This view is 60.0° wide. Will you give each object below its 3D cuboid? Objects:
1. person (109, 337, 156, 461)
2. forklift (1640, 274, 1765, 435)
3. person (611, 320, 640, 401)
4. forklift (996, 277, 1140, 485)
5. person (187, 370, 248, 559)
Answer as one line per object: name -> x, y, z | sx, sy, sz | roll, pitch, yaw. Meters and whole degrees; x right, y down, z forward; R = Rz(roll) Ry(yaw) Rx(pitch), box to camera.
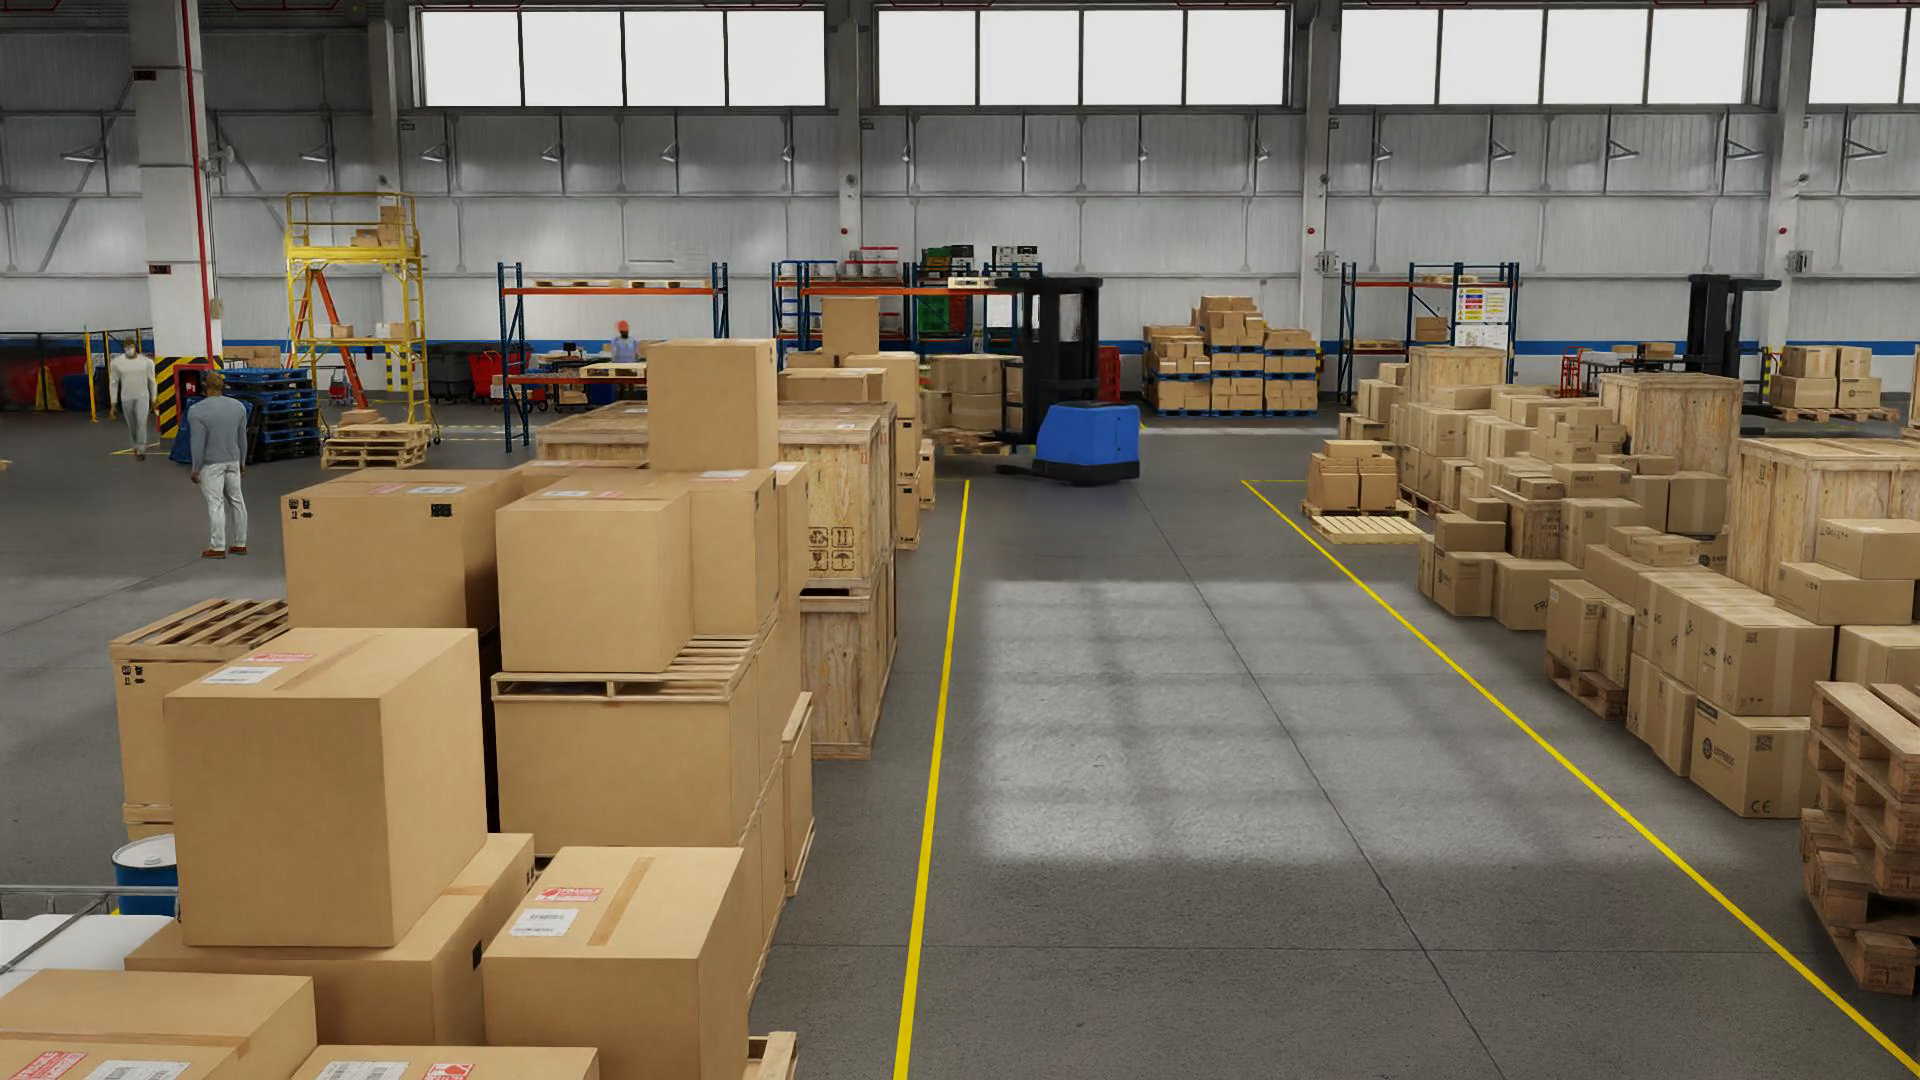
person -> -12.758, -2.190, 25.702 | 0.641, 1.907, 0.942 | -4, 10, -21
forklift -> 13.064, -3.274, 29.248 | 1.873, 2.768, 1.129 | 0, 9, 1
person -> -6.774, -3.522, 33.726 | 0.593, 1.895, 0.870 | -3, 10, -15
forklift -> 1.532, -2.248, 23.101 | 1.129, 2.768, 1.873 | -7, 12, -38
person -> -7.602, -0.769, 17.061 | 0.372, 1.940, 0.631 | 6, 11, 31
